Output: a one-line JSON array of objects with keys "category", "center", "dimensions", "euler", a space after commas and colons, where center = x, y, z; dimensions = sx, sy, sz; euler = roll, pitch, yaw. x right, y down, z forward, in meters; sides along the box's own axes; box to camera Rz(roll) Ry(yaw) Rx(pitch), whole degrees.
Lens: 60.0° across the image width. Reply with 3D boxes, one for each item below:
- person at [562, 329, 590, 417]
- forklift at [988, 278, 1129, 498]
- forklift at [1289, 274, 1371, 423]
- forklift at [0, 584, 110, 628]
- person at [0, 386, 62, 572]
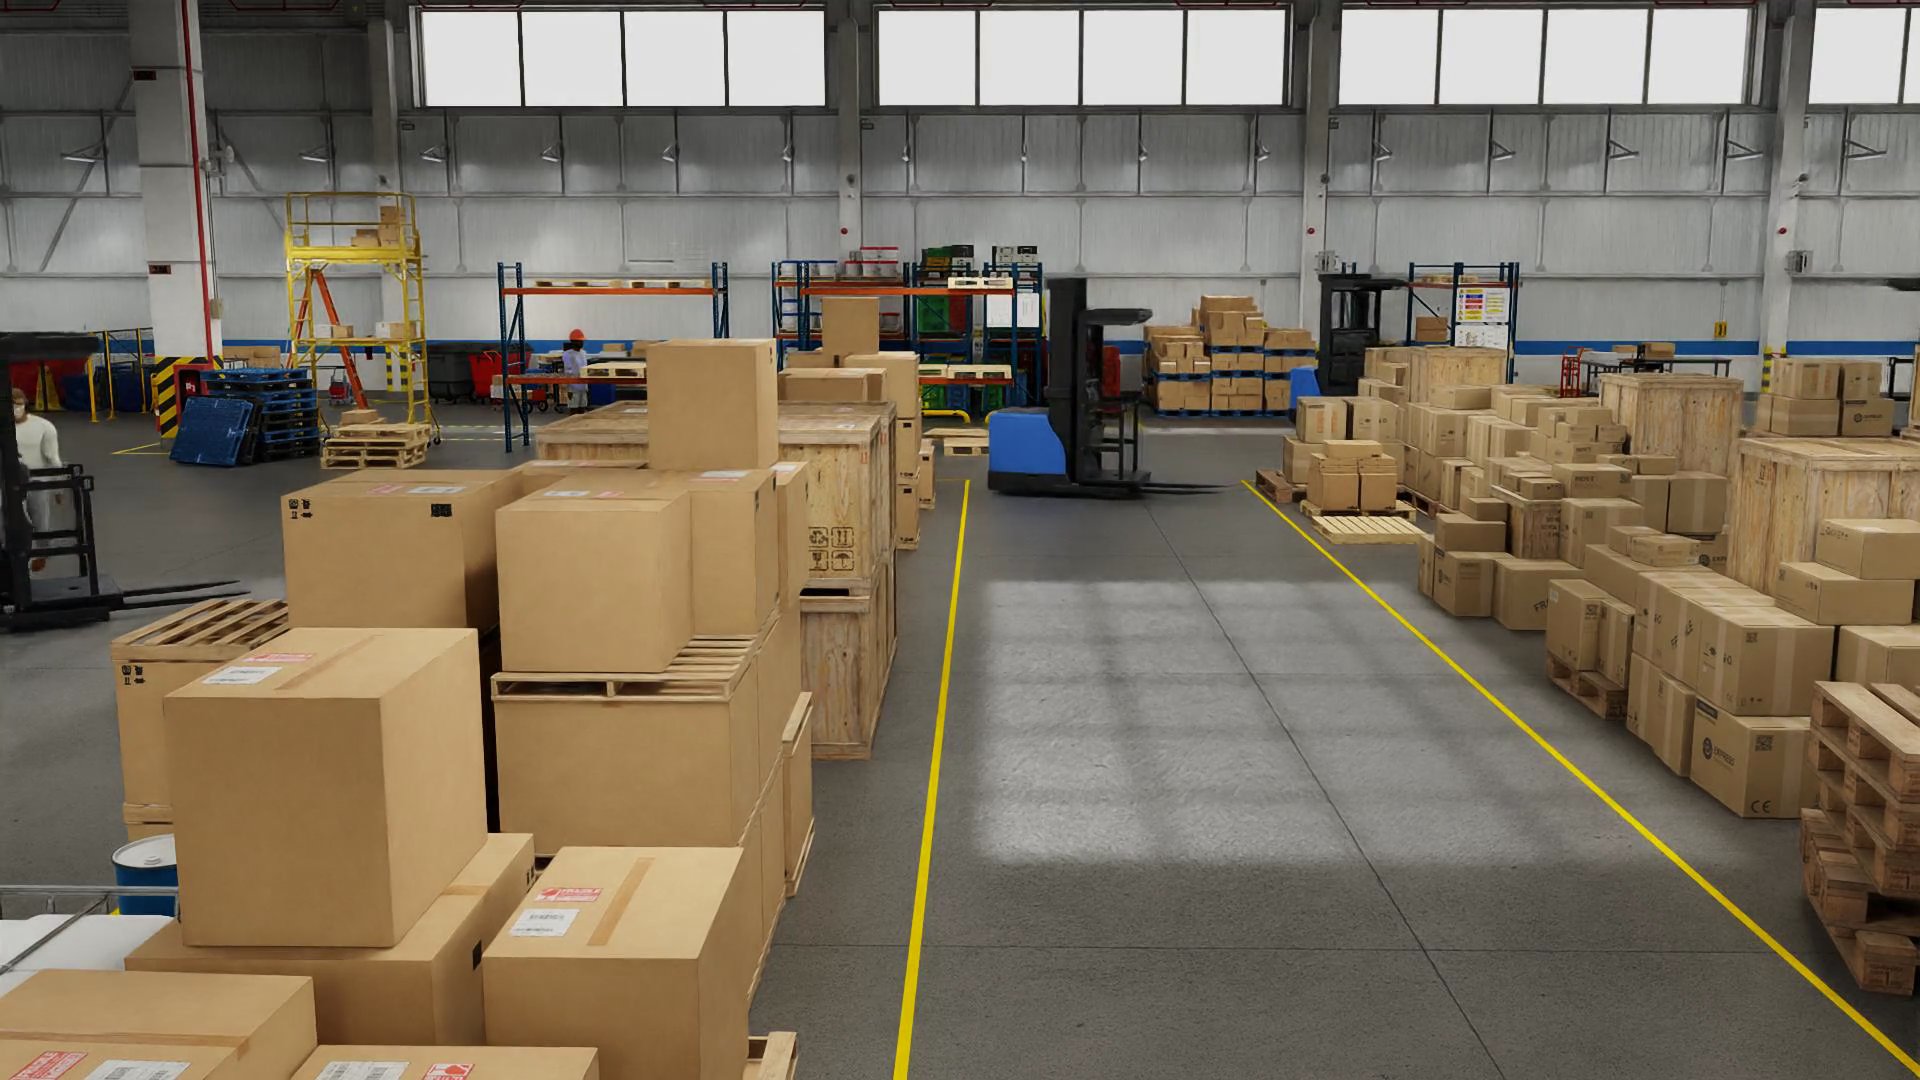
[{"category": "person", "center": [-6.325, -2.522, 27.561], "dimensions": [0.356, 1.938, 0.543], "euler": [4, 10, 23]}, {"category": "forklift", "center": [1.383, -2.021, 21.739], "dimensions": [1.873, 2.768, 1.129], "euler": [3, 10, 16]}, {"category": "forklift", "center": [6.989, -3.473, 30.437], "dimensions": [1.129, 2.768, 1.873], "euler": [-4, 10, -22]}, {"category": "forklift", "center": [-8.207, -0.675, 13.677], "dimensions": [1.873, 2.768, 1.129], "euler": [-6, 11, -32]}, {"category": "person", "center": [-8.798, -0.513, 15.665], "dimensions": [0.632, 1.910, 0.862], "euler": [-4, 10, -24]}]
